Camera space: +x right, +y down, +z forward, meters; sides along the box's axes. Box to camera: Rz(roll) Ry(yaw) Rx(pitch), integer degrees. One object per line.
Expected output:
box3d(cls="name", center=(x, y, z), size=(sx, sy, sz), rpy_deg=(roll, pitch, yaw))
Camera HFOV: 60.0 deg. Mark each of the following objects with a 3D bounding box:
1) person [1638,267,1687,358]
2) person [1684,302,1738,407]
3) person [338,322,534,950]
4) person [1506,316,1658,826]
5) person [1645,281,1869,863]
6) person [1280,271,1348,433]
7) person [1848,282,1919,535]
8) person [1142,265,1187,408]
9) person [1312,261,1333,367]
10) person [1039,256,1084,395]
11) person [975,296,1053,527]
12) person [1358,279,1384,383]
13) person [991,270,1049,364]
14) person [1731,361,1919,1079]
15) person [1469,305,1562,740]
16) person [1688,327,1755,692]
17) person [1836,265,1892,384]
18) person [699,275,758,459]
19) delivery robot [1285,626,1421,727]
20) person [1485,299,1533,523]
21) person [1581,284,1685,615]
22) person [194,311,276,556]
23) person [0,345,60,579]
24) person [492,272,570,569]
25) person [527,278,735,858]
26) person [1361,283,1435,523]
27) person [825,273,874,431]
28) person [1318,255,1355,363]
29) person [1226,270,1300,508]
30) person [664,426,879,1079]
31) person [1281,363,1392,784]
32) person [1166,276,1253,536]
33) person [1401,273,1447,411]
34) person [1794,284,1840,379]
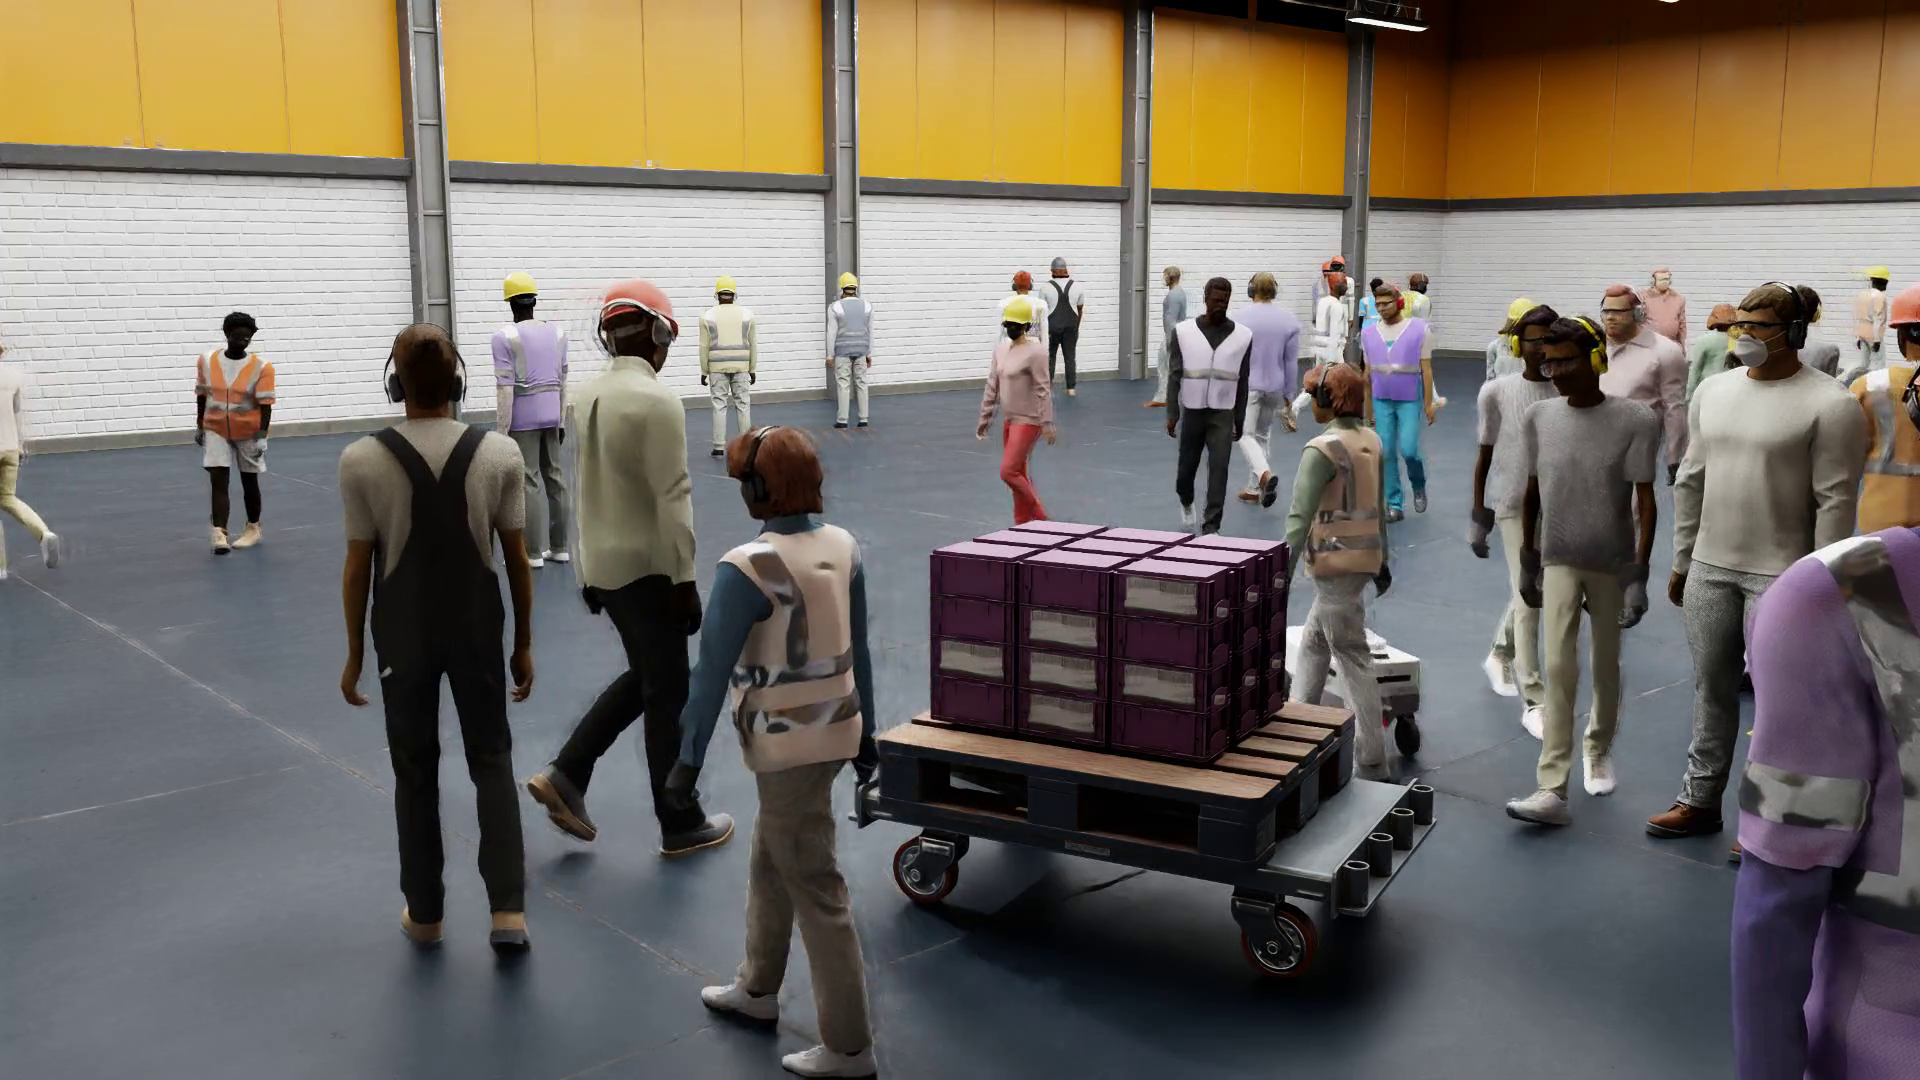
box3d(cls="person", center=(8.497, -2.372, 20.266), size=(0.671, 1.890, 0.528), rpy_deg=(0, 10, -2))
box3d(cls="person", center=(6.670, -1.281, 14.685), size=(0.501, 1.618, 0.423), rpy_deg=(-1, 10, -5))
box3d(cls="person", center=(-1.502, 0.298, 4.791), size=(0.535, 1.845, 0.417), rpy_deg=(-4, 11, -24))
box3d(cls="person", center=(2.240, 0.106, 6.016), size=(0.500, 1.807, 0.948), rpy_deg=(6, 11, 32))
box3d(cls="person", center=(2.665, 0.111, 5.591), size=(0.372, 1.940, 0.631), rpy_deg=(-6, 11, -30))
box3d(cls="person", center=(4.136, -2.116, 18.892), size=(0.861, 1.861, 0.577), rpy_deg=(-2, 10, -12))
box3d(cls="person", center=(3.847, -0.084, 6.790), size=(0.564, 1.910, 0.741), rpy_deg=(3, 10, 16))
box3d(cls="person", center=(2.885, -2.668, 21.951), size=(0.857, 1.912, 0.639), rpy_deg=(2, 10, 10))
box3d(cls="person", center=(6.597, -4.043, 29.915), size=(0.546, 1.937, 0.359), rpy_deg=(7, 12, 35))
box3d(cls="person", center=(1.449, -3.142, 24.336), size=(0.682, 2.000, 0.536), rpy_deg=(-2, 10, -12))
box3d(cls="person", center=(0.369, -0.802, 11.496), size=(0.390, 1.749, 0.533), rpy_deg=(-4, 11, -23))
box3d(cls="person", center=(6.537, -3.279, 26.249), size=(0.545, 1.660, 0.813), rpy_deg=(1, 10, 8))
box3d(cls="person", center=(0.652, -2.013, 18.254), size=(0.598, 1.866, 0.619), rpy_deg=(-2, 10, -13))
box3d(cls="person", center=(1.266, 0.657, 2.084), size=(0.615, 2.040, 0.391), rpy_deg=(-2, 10, -12))
box3d(cls="person", center=(2.518, -0.120, 7.318), size=(0.531, 1.826, 1.002), rpy_deg=(0, 10, -2))
box3d(cls="person", center=(3.711, -0.173, 7.895), size=(0.526, 1.718, 0.953), rpy_deg=(3, 10, 20))
box3d(cls="person", center=(12.444, -2.815, 22.834), size=(0.781, 1.905, 0.590), rpy_deg=(1, 10, 4))
box3d(cls="person", center=(-2.319, -1.725, 16.649), size=(0.587, 1.833, 0.404), rpy_deg=(-3, 10, -18))
box3d(cls="delivery robot", center=(1.610, 0.526, 6.932), size=(0.477, 0.478, 0.707), rpy_deg=(-3, 10, -16))
box3d(cls="person", center=(4.299, -1.009, 12.846), size=(0.499, 1.700, 0.813), rpy_deg=(4, 10, 21))
box3d(cls="person", center=(3.626, -0.488, 9.309), size=(0.971, 1.854, 0.671), rpy_deg=(-9, 13, -43))
box3d(cls="person", center=(-4.912, -0.712, 11.224), size=(0.581, 1.644, 0.805), rpy_deg=(-2, 10, -9))
box3d(cls="person", center=(-5.975, -0.543, 10.338), size=(0.533, 1.617, 0.517), rpy_deg=(3, 10, 15))
box3d(cls="person", center=(-2.788, -0.767, 10.780), size=(0.383, 1.921, 0.586), rpy_deg=(7, 12, 35))
box3d(cls="person", center=(-1.139, 0.107, 5.581), size=(0.614, 1.954, 0.691), rpy_deg=(-7, 12, -34))
box3d(cls="person", center=(3.351, -1.048, 12.712), size=(0.612, 1.818, 0.489), rpy_deg=(7, 12, 35))
box3d(cls="person", center=(-1.290, -2.179, 19.333), size=(0.619, 1.827, 0.404), rpy_deg=(-5, 11, -29))
box3d(cls="person", center=(6.308, -3.748, 27.899), size=(0.606, 2.038, 0.382), rpy_deg=(4, 10, 20))
box3d(cls="person", center=(2.416, -1.188, 13.264), size=(0.639, 1.915, 0.813), rpy_deg=(-2, 10, -13))
box3d(cls="person", center=(-0.488, 0.525, 4.130), size=(0.736, 1.608, 0.528), rpy_deg=(4, 11, 25))
box3d(cls="person", center=(1.397, 0.123, 6.447), size=(0.733, 1.600, 0.636), rpy_deg=(7, 12, 37))
box3d(cls="person", center=(1.751, -0.922, 11.815), size=(0.605, 1.891, 0.817), rpy_deg=(0, 10, 1))
box3d(cls="person", center=(5.939, -2.554, 21.617), size=(0.932, 1.791, 0.623), rpy_deg=(-6, 11, -32))
box3d(cls="person", center=(5.054, -0.624, 10.139), size=(0.543, 1.851, 0.527), rpy_deg=(2, 10, 12))
